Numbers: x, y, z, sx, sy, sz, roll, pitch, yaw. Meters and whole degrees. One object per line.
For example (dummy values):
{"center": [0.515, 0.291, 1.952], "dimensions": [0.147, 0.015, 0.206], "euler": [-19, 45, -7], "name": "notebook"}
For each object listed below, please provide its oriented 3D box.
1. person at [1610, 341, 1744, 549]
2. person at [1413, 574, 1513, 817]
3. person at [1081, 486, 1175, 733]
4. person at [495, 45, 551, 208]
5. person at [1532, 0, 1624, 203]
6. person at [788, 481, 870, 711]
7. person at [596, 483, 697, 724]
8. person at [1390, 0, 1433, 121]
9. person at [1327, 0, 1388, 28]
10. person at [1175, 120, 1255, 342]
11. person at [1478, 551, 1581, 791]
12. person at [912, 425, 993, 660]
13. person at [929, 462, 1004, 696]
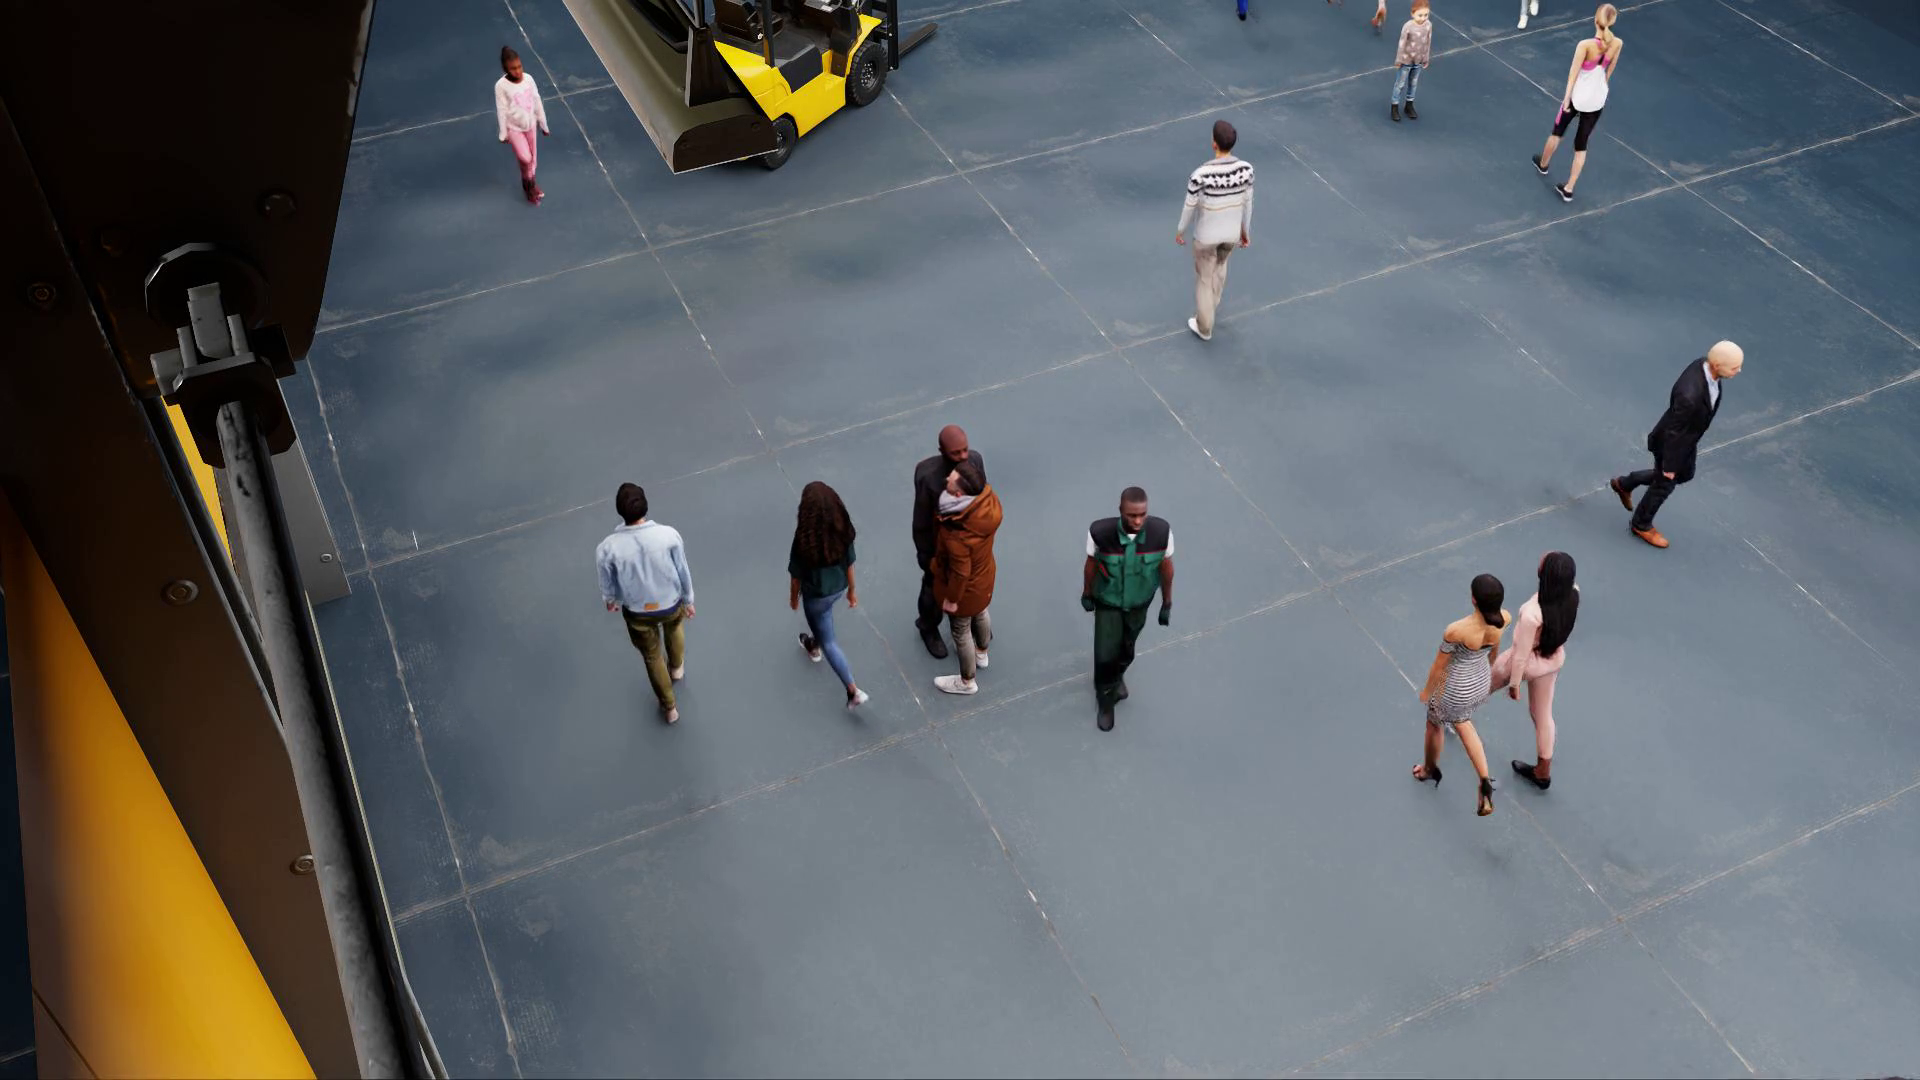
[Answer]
{"center": [4.829, -0.711, 11.380], "dimensions": [0.944, 1.776, 0.883], "euler": [27, 50, 25], "name": "person"}
{"center": [2.951, 0.945, 9.621], "dimensions": [0.591, 1.803, 0.864], "euler": [-17, 46, -17], "name": "person"}
{"center": [0.997, 0.298, 10.289], "dimensions": [0.824, 1.819, 0.924], "euler": [-5, 44, -5], "name": "person"}
{"center": [-3.938, -3.714, 14.776], "dimensions": [0.662, 1.438, 0.689], "euler": [-34, 53, -30], "name": "person"}
{"center": [5.529, -3.807, 14.641], "dimensions": [0.836, 1.759, 1.047], "euler": [-3, 44, -3], "name": "person"}
{"center": [-0.807, 0.367, 10.387], "dimensions": [0.726, 1.583, 1.134], "euler": [-27, 50, -26], "name": "person"}
{"center": [-1.868, 0.447, 10.151], "dimensions": [0.769, 1.793, 0.912], "euler": [-12, 45, -12], "name": "person"}
{"center": [4.320, -4.608, 15.891], "dimensions": [0.515, 1.195, 0.522], "euler": [-8, 44, -9], "name": "person"}
{"center": [4.245, -6.121, 17.078], "dimensions": [0.633, 1.748, 1.143], "euler": [-22, 48, -22], "name": "person"}
{"center": [2.049, -2.368, 13.073], "dimensions": [0.775, 1.840, 0.870], "euler": [-12, 45, -12], "name": "person"}
{"center": [3.458, 0.809, 9.863], "dimensions": [0.747, 1.666, 1.203], "euler": [-26, 49, -24], "name": "person"}
{"center": [-0.059, -0.032, 10.635], "dimensions": [0.708, 1.819, 0.614], "euler": [-22, 48, -22], "name": "person"}
{"center": [0.052, 0.232, 10.344], "dimensions": [0.901, 1.838, 0.851], "euler": [18, 46, 18], "name": "person"}
